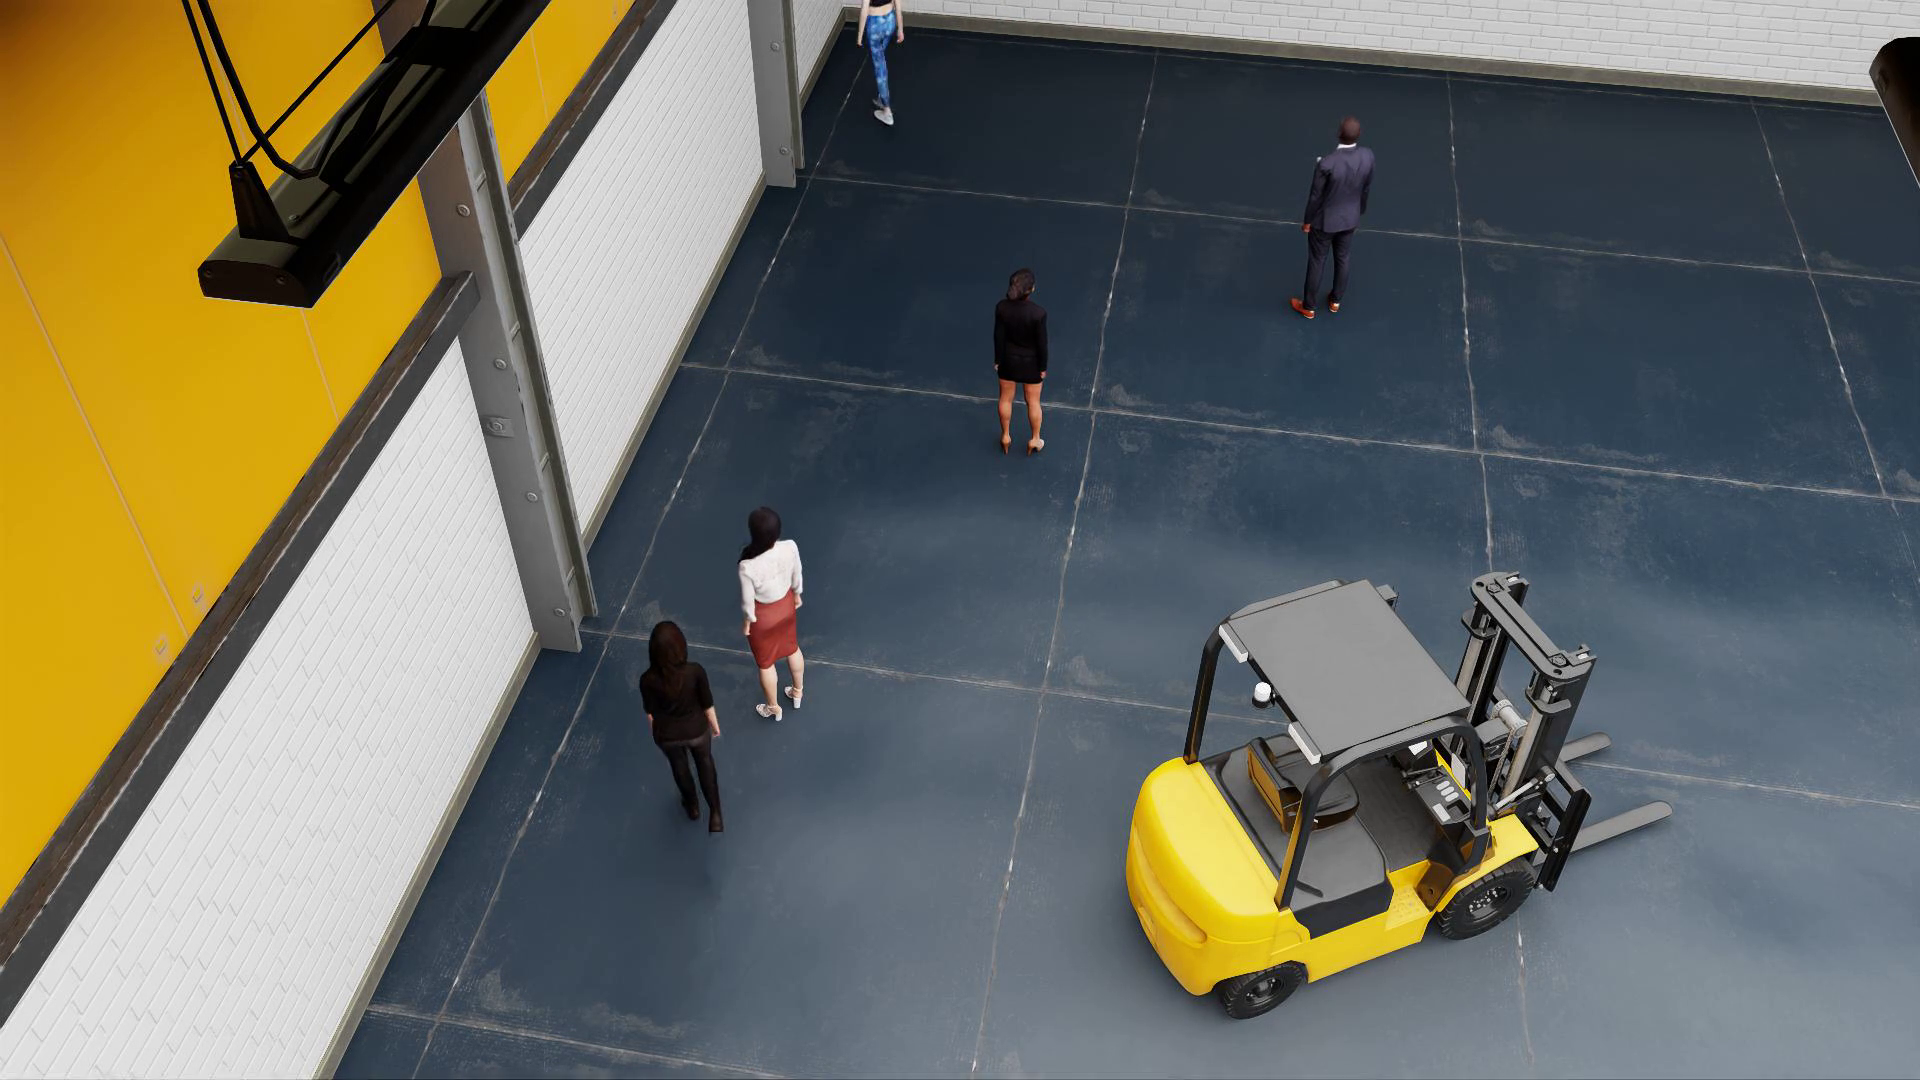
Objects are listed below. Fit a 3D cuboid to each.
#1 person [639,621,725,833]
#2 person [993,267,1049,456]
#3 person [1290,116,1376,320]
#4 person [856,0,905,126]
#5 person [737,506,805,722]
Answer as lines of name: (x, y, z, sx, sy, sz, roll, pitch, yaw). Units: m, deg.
person: (-1.612, 1.169, 9.722, 0.755, 1.627, 0.879, -11, 45, -11)
person: (0.453, -1.305, 12.310, 0.578, 1.639, 0.627, 11, 45, 12)
person: (3.056, -2.623, 13.559, 0.781, 1.824, 0.766, -11, 45, -11)
person: (-0.710, -4.788, 15.868, 0.777, 1.774, 0.835, -28, 50, -27)
person: (-1.177, 0.470, 10.367, 0.654, 1.749, 0.734, -30, 51, -28)
